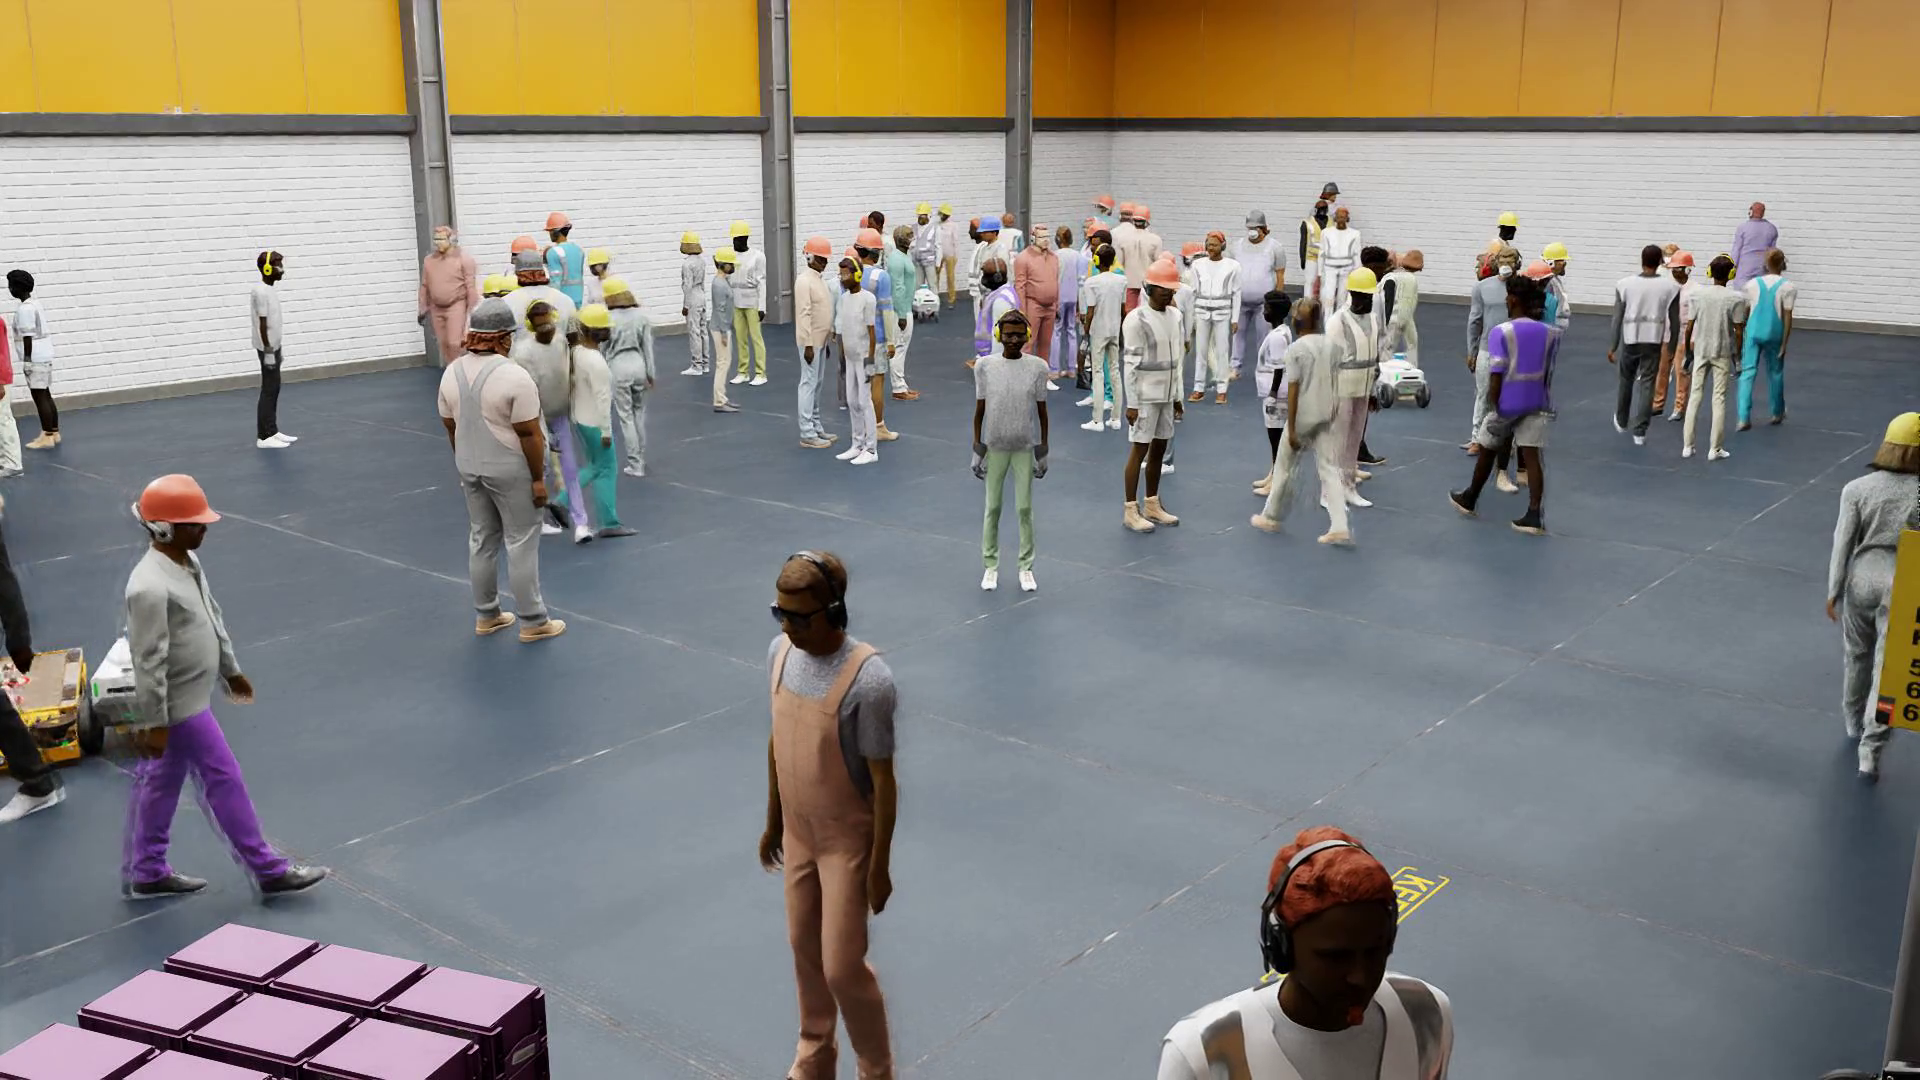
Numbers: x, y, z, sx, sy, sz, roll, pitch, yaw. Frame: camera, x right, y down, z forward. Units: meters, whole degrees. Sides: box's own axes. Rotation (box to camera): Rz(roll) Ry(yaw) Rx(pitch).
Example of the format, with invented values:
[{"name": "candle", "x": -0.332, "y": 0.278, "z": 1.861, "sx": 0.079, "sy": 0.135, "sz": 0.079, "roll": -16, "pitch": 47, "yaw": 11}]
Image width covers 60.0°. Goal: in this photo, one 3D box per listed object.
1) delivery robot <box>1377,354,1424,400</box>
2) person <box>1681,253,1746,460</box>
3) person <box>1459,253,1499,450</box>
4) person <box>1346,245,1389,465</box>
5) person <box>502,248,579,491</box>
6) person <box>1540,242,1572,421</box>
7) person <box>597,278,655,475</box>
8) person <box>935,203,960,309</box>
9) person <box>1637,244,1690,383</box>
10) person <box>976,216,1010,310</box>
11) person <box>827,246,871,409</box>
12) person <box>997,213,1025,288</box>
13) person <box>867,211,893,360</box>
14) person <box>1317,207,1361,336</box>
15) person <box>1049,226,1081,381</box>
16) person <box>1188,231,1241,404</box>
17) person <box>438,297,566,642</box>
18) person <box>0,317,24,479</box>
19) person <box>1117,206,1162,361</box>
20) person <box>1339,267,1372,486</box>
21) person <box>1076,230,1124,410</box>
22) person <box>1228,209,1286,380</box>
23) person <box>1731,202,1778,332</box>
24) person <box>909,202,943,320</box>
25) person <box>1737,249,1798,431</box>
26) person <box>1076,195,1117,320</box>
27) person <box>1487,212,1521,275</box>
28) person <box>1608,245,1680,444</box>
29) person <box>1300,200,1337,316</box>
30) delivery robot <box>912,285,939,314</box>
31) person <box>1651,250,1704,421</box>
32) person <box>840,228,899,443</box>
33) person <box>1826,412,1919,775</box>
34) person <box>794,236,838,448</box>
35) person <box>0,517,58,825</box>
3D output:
[{"name": "delivery robot", "x": 4.777, "y": -1.789, "z": 18.147, "sx": 0.477, "sy": 0.478, "sz": 0.707, "roll": -2, "pitch": 14, "yaw": -8}, {"name": "person", "x": 6.871, "y": -1.669, "z": 15.178, "sx": 0.532, "sy": 1.876, "sz": 0.319, "roll": 11, "pitch": 18, "yaw": 37}, {"name": "person", "x": 4.953, "y": -1.755, "z": 15.582, "sx": 0.377, "sy": 1.844, "sz": 0.567, "roll": 9, "pitch": 17, "yaw": 32}, {"name": "person", "x": 3.646, "y": -1.663, "z": 14.970, "sx": 0.366, "sy": 1.965, "sz": 0.607, "roll": -2, "pitch": 14, "yaw": -6}, {"name": "person", "x": -3.509, "y": -1.403, "z": 13.779, "sx": 0.683, "sy": 2.000, "sz": 0.535, "roll": -7, "pitch": 16, "yaw": -28}, {"name": "person", "x": 6.089, "y": -2.156, "z": 17.211, "sx": 0.404, "sy": 1.832, "sz": 0.599, "roll": 6, "pitch": 15, "yaw": 22}, {"name": "person", "x": -2.976, "y": -1.446, "z": 14.630, "sx": 0.490, "sy": 1.704, "sz": 0.740, "roll": -10, "pitch": 17, "yaw": -34}, {"name": "person", "x": -0.295, "y": -4.678, "z": 27.476, "sx": 0.588, "sy": 1.749, "sz": 0.377, "roll": 1, "pitch": 14, "yaw": 3}, {"name": "person", "x": 8.360, "y": -2.690, "z": 19.747, "sx": 0.500, "sy": 1.635, "sz": 0.287, "roll": 10, "pitch": 17, "yaw": 36}, {"name": "person", "x": 0.393, "y": -2.939, "z": 20.125, "sx": 0.417, "sy": 1.940, "sz": 0.607, "roll": -6, "pitch": 15, "yaw": -23}, {"name": "person", "x": -1.131, "y": -2.274, "z": 17.847, "sx": 0.566, "sy": 1.747, "sz": 0.346, "roll": 4, "pitch": 15, "yaw": 16}, {"name": "person", "x": 0.805, "y": -4.447, "z": 26.808, "sx": 0.528, "sy": 1.610, "sz": 0.743, "roll": 5, "pitch": 15, "yaw": 18}, {"name": "person", "x": -1.049, "y": -3.292, "z": 21.577, "sx": 0.391, "sy": 1.920, "sz": 0.593, "roll": -7, "pitch": 16, "yaw": -27}, {"name": "person", "x": 5.377, "y": -3.767, "z": 23.609, "sx": 0.606, "sy": 1.847, "sz": 0.869, "roll": 3, "pitch": 14, "yaw": 12}, {"name": "person", "x": 1.239, "y": -2.825, "z": 19.886, "sx": 0.523, "sy": 1.834, "sz": 0.343, "roll": -8, "pitch": 16, "yaw": -29}, {"name": "person", "x": 2.772, "y": -2.434, "z": 18.223, "sx": 0.584, "sy": 1.880, "sz": 0.345, "roll": 6, "pitch": 15, "yaw": 22}, {"name": "person", "x": -2.685, "y": -0.421, "z": 9.856, "sx": 0.683, "sy": 2.000, "sz": 0.538, "roll": 7, "pitch": 16, "yaw": 27}, {"name": "person", "x": -8.417, "y": -1.405, "z": 14.401, "sx": 0.574, "sy": 1.740, "sz": 0.355, "roll": 12, "pitch": 19, "yaw": 41}, {"name": "person", "x": 2.314, "y": -3.290, "z": 21.412, "sx": 0.611, "sy": 1.995, "sz": 0.375, "roll": 4, "pitch": 15, "yaw": 15}, {"name": "person", "x": 3.356, "y": -1.393, "z": 14.136, "sx": 0.343, "sy": 1.846, "sz": 0.507, "roll": 8, "pitch": 16, "yaw": 30}, {"name": "person", "x": 1.536, "y": -2.358, "z": 17.843, "sx": 0.390, "sy": 1.920, "sz": 0.587, "roll": -7, "pitch": 16, "yaw": -27}, {"name": "person", "x": 3.472, "y": -2.886, "z": 19.708, "sx": 0.686, "sy": 2.000, "sz": 0.535, "roll": 6, "pitch": 15, "yaw": 22}, {"name": "person", "x": 11.651, "y": -4.017, "z": 24.524, "sx": 0.632, "sy": 1.899, "sz": 0.404, "roll": -1, "pitch": 14, "yaw": -4}, {"name": "person", "x": -0.555, "y": -4.361, "z": 26.040, "sx": 0.590, "sy": 1.825, "sz": 0.403, "roll": 8, "pitch": 16, "yaw": 30}, {"name": "person", "x": 8.127, "y": -2.020, "z": 16.755, "sx": 0.508, "sy": 1.782, "sz": 0.932, "roll": 10, "pitch": 17, "yaw": 36}, {"name": "person", "x": 2.174, "y": -4.354, "z": 25.775, "sx": 0.622, "sy": 1.954, "sz": 1.009, "roll": 13, "pitch": 19, "yaw": 42}, {"name": "person", "x": 6.971, "y": -3.266, "z": 21.497, "sx": 0.422, "sy": 1.913, "sz": 0.602, "roll": 8, "pitch": 16, "yaw": 30}, {"name": "person", "x": 6.648, "y": -1.920, "z": 16.189, "sx": 0.631, "sy": 1.867, "sz": 0.964, "roll": 4, "pitch": 15, "yaw": 17}, {"name": "person", "x": 5.732, "y": -4.493, "z": 26.536, "sx": 0.633, "sy": 1.843, "sz": 0.429, "roll": -1, "pitch": 14, "yaw": -3}, {"name": "delivery robot", "x": -0.566, "y": -3.728, "z": 25.894, "sx": 0.477, "sy": 0.478, "sz": 0.707, "roll": -4, "pitch": 15, "yaw": -15}, {"name": "person", "x": 7.381, "y": -2.109, "z": 17.179, "sx": 0.334, "sy": 1.753, "sz": 0.562, "roll": -8, "pitch": 16, "yaw": -29}, {"name": "person", "x": -0.863, "y": -1.958, "z": 15.994, "sx": 0.607, "sy": 2.044, "sz": 0.375, "roll": 10, "pitch": 17, "yaw": 35}, {"name": "person", "x": 4.423, "y": 0.236, "z": 7.942, "sx": 0.489, "sy": 1.697, "sz": 0.916, "roll": 9, "pitch": 17, "yaw": 33}, {"name": "person", "x": -1.365, "y": -1.876, "z": 15.784, "sx": 0.393, "sy": 1.985, "sz": 0.610, "roll": 2, "pitch": 14, "yaw": 10}, {"name": "person", "x": -4.266, "y": 0.402, "z": 6.918, "sx": 0.601, "sy": 1.867, "sz": 0.994, "roll": 7, "pitch": 16, "yaw": 25}]
